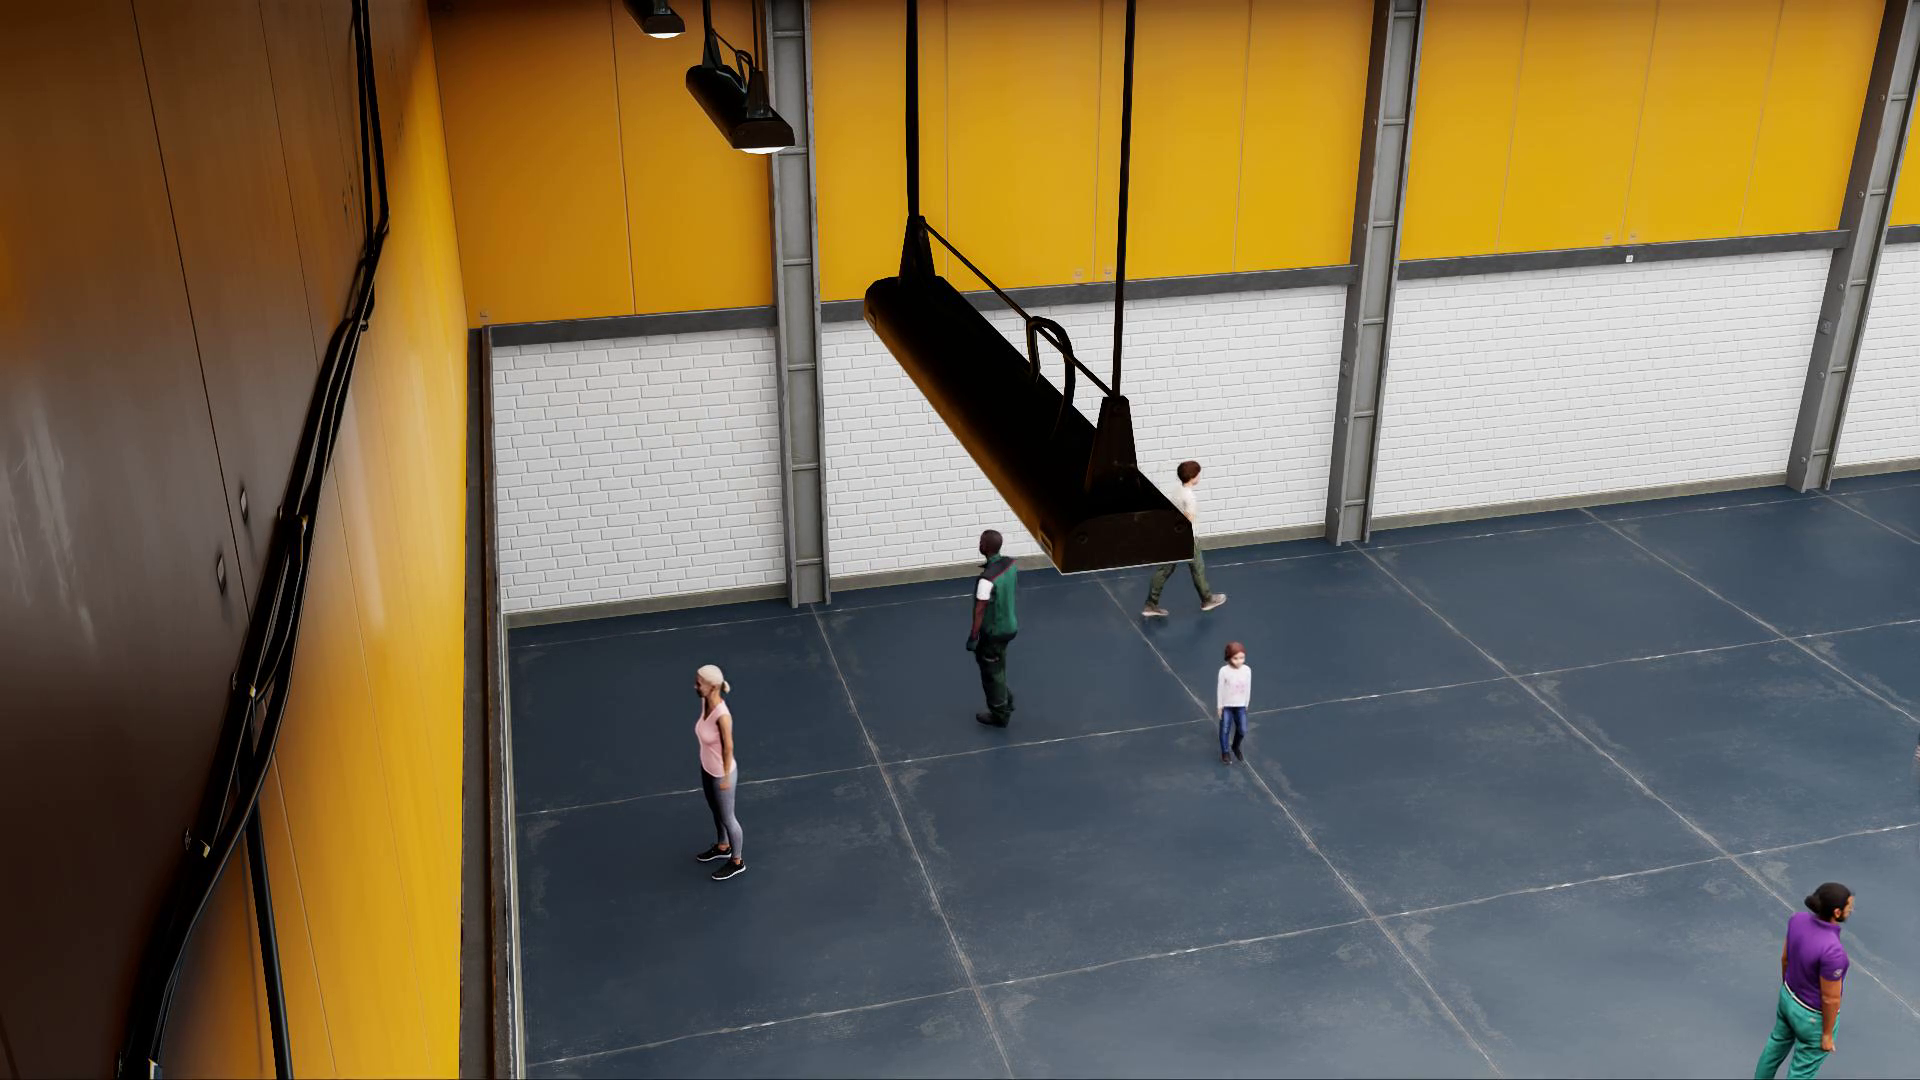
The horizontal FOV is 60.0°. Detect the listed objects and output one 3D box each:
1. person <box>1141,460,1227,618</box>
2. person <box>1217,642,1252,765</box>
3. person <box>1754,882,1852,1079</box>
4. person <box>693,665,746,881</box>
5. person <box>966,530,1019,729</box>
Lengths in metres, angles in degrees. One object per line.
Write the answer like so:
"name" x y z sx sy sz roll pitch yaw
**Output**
"person" 2.094 0.031 16.201 1.167 1.610 0.673 -9 25 -19
"person" 2.254 1.330 13.859 0.461 1.105 0.540 -2 24 -5
"person" 4.952 2.760 9.758 0.606 1.769 0.652 -3 24 -6
"person" -1.781 1.684 12.276 0.576 1.725 0.600 -12 26 -26
"person" 0.378 0.792 14.194 0.861 1.823 0.827 8 25 18
